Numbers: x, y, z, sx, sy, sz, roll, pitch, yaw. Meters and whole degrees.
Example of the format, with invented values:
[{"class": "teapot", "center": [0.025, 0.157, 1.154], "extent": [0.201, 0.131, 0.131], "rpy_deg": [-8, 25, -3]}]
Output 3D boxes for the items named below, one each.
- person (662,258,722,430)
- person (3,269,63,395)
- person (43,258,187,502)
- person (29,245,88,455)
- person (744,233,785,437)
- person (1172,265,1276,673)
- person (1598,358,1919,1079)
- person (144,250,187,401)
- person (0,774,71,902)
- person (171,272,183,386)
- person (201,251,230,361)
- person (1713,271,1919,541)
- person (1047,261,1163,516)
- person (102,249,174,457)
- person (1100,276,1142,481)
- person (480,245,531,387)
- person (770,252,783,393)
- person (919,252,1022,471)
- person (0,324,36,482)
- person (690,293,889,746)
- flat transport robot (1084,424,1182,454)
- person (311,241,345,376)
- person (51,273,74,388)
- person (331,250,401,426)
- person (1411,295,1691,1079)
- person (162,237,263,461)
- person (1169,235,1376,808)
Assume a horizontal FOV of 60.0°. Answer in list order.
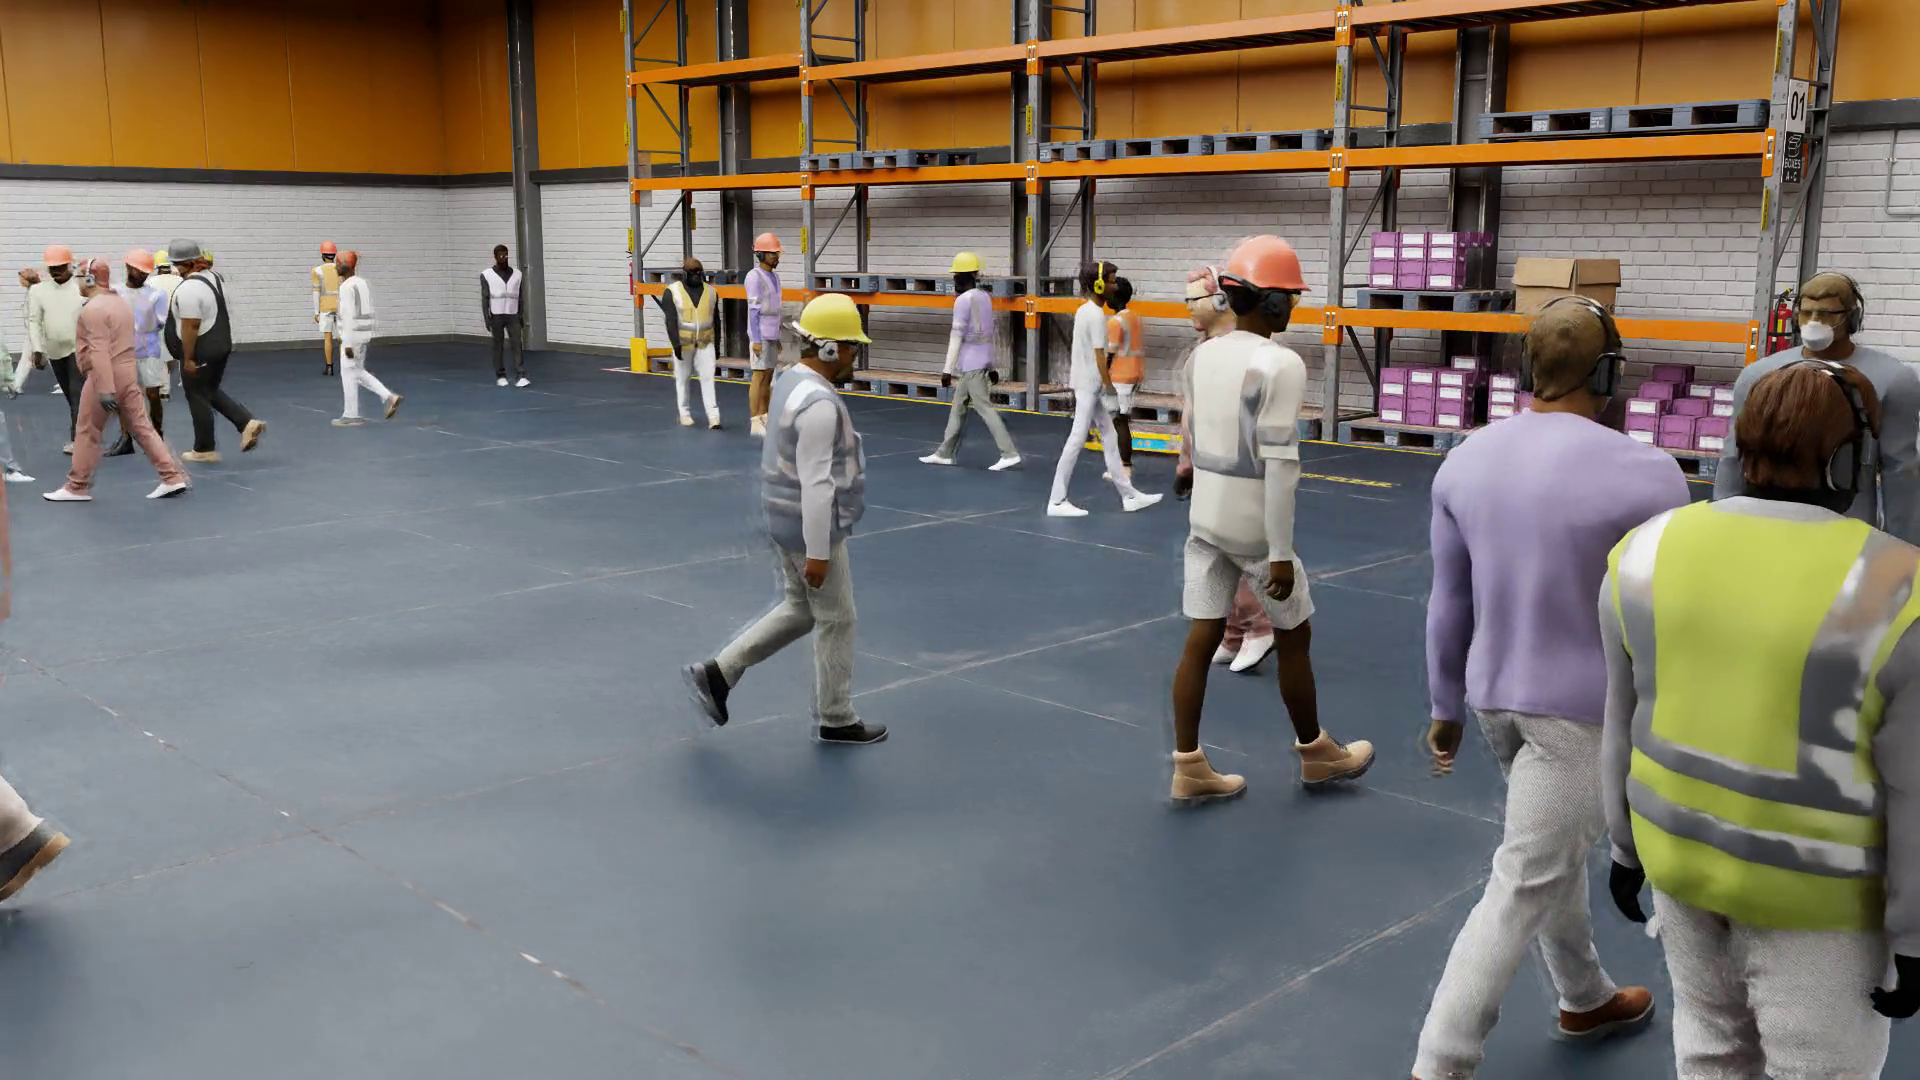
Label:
[{"class": "person", "center": [-2.795, -2.056, 17.468], "extent": [0.642, 1.787, 0.982], "rpy_deg": [-4, 11, -22]}, {"class": "person", "center": [-11.761, -2.628, 21.099], "extent": [0.846, 1.585, 0.531], "rpy_deg": [-10, 14, -43]}, {"class": "person", "center": [-6.463, -1.207, 12.667], "extent": [1.008, 1.858, 0.654], "rpy_deg": [0, 10, -1]}, {"class": "person", "center": [-8.358, -1.795, 15.631], "extent": [0.595, 1.945, 1.065], "rpy_deg": [-1, 10, -7]}, {"class": "person", "center": [-1.943, -2.069, 16.815], "extent": [0.394, 2.044, 0.609], "rpy_deg": [3, 11, 16]}, {"class": "person", "center": [1.221, -0.321, 7.732], "extent": [0.411, 1.884, 0.667], "rpy_deg": [-1, 10, -8]}, {"class": "person", "center": [1.382, 0.593, 2.910], "extent": [0.705, 1.819, 0.636], "rpy_deg": [-7, 13, -34]}, {"class": "person", "center": [-9.678, -2.616, 20.364], "extent": [0.590, 1.837, 0.403], "rpy_deg": [-7, 13, -34]}, {"class": "person", "center": [-2.934, 0.187, 4.680], "extent": [0.430, 1.981, 0.643], "rpy_deg": [-4, 11, -20]}, {"class": "person", "center": [-10.300, -2.818, 22.067], "extent": [0.677, 1.620, 0.521], "rpy_deg": [9, 14, 40]}, {"class": "person", "center": [-12.067, -3.749, 26.737], "extent": [0.533, 1.768, 0.310], "rpy_deg": [0, 10, -3]}, {"class": "person", "center": [3.089, -0.028, 6.119], "extent": [1.021, 1.881, 0.649], "rpy_deg": [-10, 14, -44]}, {"class": "person", "center": [1.052, -1.067, 11.956], "extent": [0.930, 1.821, 0.547], "rpy_deg": [0, 10, -1]}, {"class": "person", "center": [-7.626, -1.706, 15.309], "extent": [0.697, 1.904, 0.378], "rpy_deg": [-3, 11, -14]}, {"class": "person", "center": [1.287, -1.324, 13.711], "extent": [0.404, 1.682, 0.555], "rpy_deg": [5, 11, 23]}, {"class": "person", "center": [-6.038, -2.967, 22.148], "extent": [0.614, 1.876, 0.911], "rpy_deg": [-8, 13, -36]}, {"class": "person", "center": [-2.458, -2.838, 21.440], "extent": [0.354, 1.887, 0.573], "rpy_deg": [-5, 12, -27]}, {"class": "person", "center": [0.120, -1.540, 14.398], "extent": [0.989, 1.883, 0.619], "rpy_deg": [4, 11, 21]}, {"class": "person", "center": [-8.079, -1.275, 13.716], "extent": [0.832, 1.600, 0.506], "rpy_deg": [2, 11, 9]}, {"class": "person", "center": [-0.665, -0.051, 6.485], "extent": [0.707, 1.804, 0.622], "rpy_deg": [-3, 11, -16]}, {"class": "flat transport robot", "center": [1.866, -0.935, 15.469], "extent": [1.431, 0.197, 0.652], "rpy_deg": [7, 12, 33]}, {"class": "person", "center": [-9.076, -3.347, 24.065], "extent": [0.546, 1.942, 0.346], "rpy_deg": [-6, 12, -32]}, {"class": "person", "center": [-11.848, -2.877, 22.043], "extent": [0.490, 1.743, 0.324], "rpy_deg": [3, 11, 18]}, {"class": "person", "center": [-6.377, -2.132, 17.641], "extent": [0.626, 1.870, 0.589], "rpy_deg": [1, 10, 3]}, {"class": "person", "center": [1.357, 0.386, 3.852], "extent": [1.012, 1.897, 0.631], "rpy_deg": [-6, 12, -29]}, {"class": "person", "center": [-6.731, -1.703, 14.833], "extent": [0.676, 2.000, 0.709], "rpy_deg": [0, 10, 1]}, {"class": "person", "center": [1.125, -0.058, 5.935], "extent": [0.924, 2.009, 0.636], "rpy_deg": [-6, 12, -30]}]
